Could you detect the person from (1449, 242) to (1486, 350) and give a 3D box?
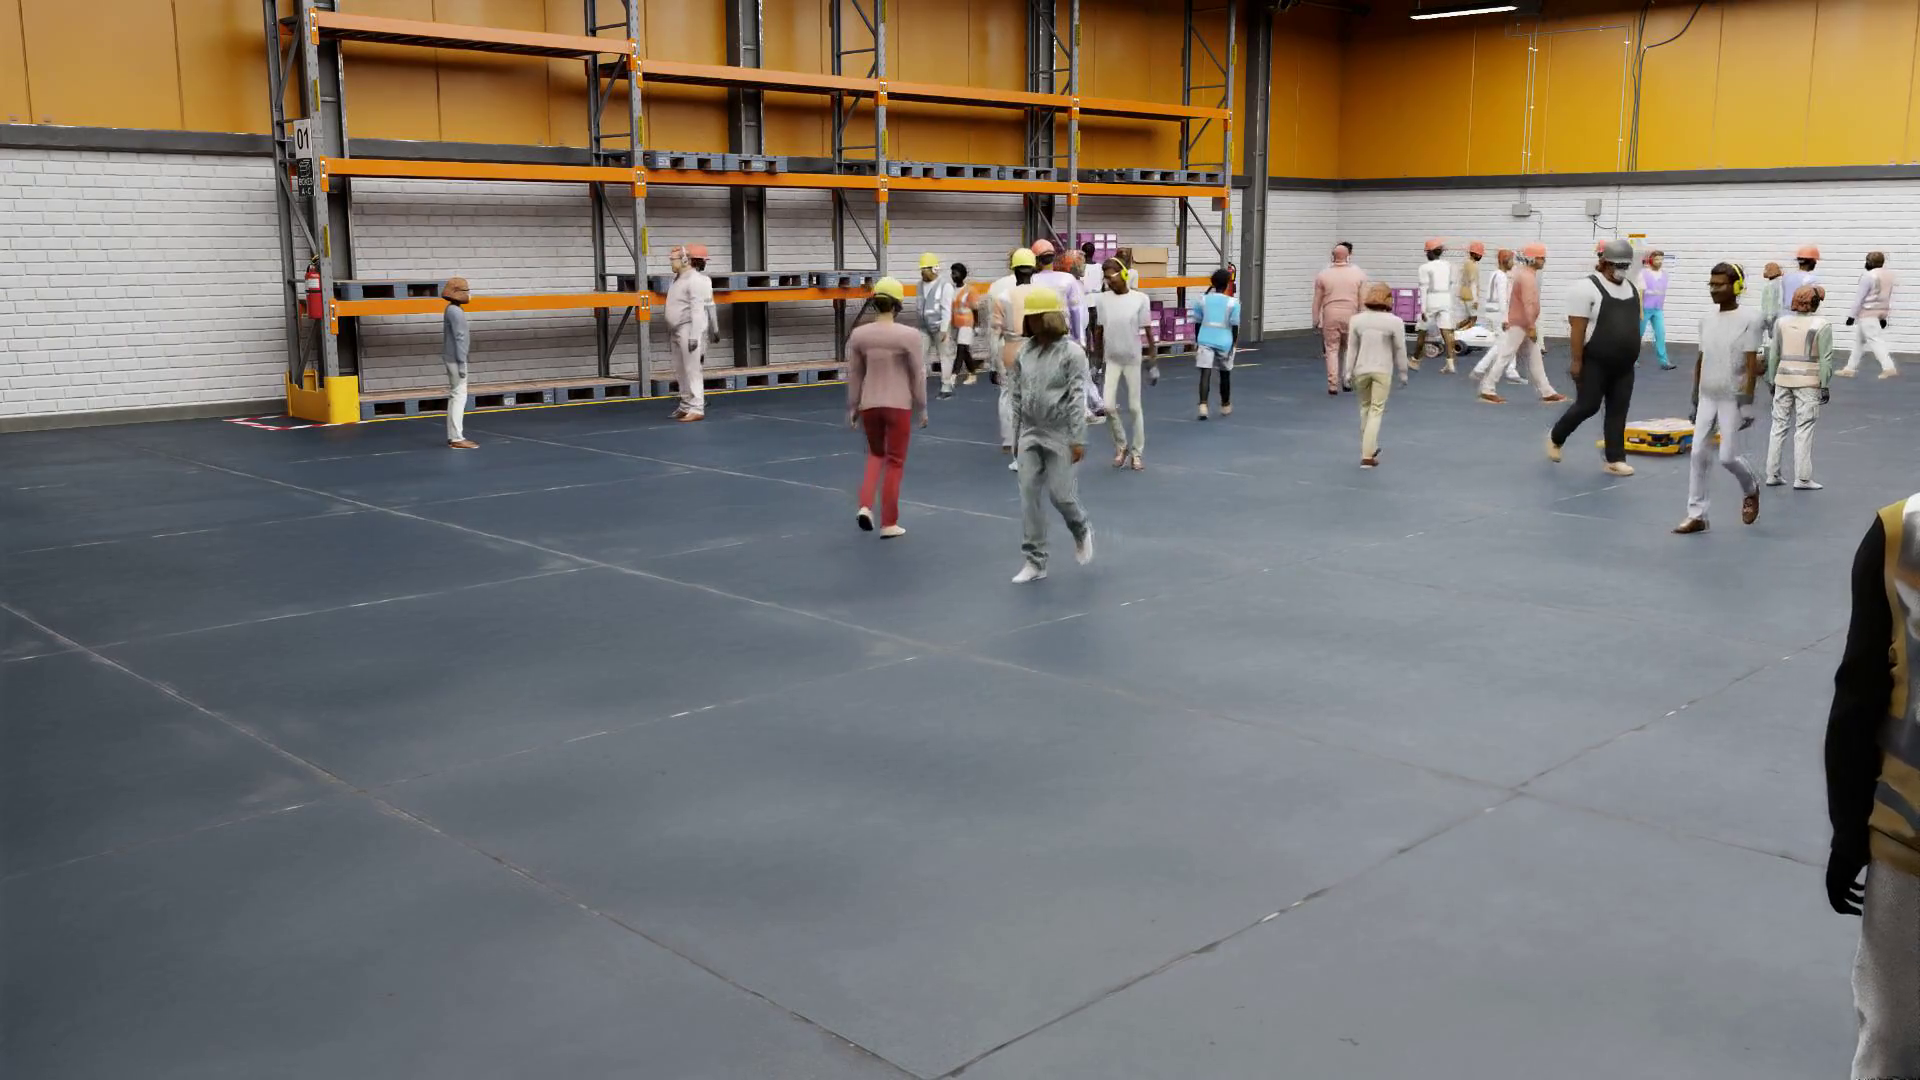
[{"bbox_3d":[8.903,-4.264,29.191,0.568,1.897,0.566,2,11,8],"label":"person"}]

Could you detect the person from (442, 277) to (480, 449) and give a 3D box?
[{"bbox_3d":[-4.777,-1.680,15.848,0.283,1.626,0.497,-5,11,-23],"label":"person"}]

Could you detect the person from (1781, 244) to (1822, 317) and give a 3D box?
[{"bbox_3d":[10.075,-2.593,20.009,0.596,1.927,0.568,-3,11,-17],"label":"person"}]

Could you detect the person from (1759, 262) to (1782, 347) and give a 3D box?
[{"bbox_3d":[12.656,-3.514,25.881,0.742,1.610,0.504,9,13,39],"label":"person"}]

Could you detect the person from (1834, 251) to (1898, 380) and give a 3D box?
[{"bbox_3d":[12.895,-3.168,23.478,0.623,1.809,0.930,-7,13,-35],"label":"person"}]

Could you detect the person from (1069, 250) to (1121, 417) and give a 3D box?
[{"bbox_3d":[1.287,-2.285,18.514,1.010,1.847,0.664,1,10,5],"label":"person"}]

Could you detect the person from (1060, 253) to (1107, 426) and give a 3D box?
[{"bbox_3d":[1.049,-2.085,17.496,0.950,1.857,0.604,-2,11,-9],"label":"person"}]

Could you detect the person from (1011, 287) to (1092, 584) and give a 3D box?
[{"bbox_3d":[0.537,-0.615,9.755,0.494,1.724,0.533,7,12,32],"label":"person"}]

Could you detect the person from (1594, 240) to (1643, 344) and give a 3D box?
[{"bbox_3d":[10.644,-3.882,26.975,0.795,1.960,0.639,4,11,19],"label":"person"}]

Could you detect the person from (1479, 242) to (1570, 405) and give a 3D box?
[{"bbox_3d":[6.749,-2.568,19.850,1.040,1.935,0.642,4,11,23],"label":"person"}]

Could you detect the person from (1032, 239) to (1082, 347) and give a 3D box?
[{"bbox_3d":[0.901,-2.079,17.030,0.627,1.999,1.017,3,11,15],"label":"person"}]

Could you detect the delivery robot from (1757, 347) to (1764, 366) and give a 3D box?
[{"bbox_3d":[11.237,-2.700,24.066,0.477,0.478,0.707,-5,12,-28],"label":"delivery robot"}]

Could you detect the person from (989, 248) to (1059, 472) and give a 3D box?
[{"bbox_3d":[0.544,-1.531,14.257,0.600,1.905,0.434,-2,10,-8],"label":"person"}]

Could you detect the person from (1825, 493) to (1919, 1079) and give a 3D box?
[{"bbox_3d":[1.866,0.578,2.947,0.625,1.840,0.430,7,12,32],"label":"person"}]

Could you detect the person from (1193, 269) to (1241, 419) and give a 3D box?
[{"bbox_3d":[2.833,-2.167,18.416,0.534,1.657,0.859,3,11,18],"label":"person"}]

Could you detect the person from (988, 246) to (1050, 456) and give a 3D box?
[{"bbox_3d":[0.572,-1.761,15.479,0.647,1.908,0.776,3,11,18],"label":"person"}]

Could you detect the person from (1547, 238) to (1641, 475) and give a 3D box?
[{"bbox_3d":[5.453,-1.587,14.199,0.694,2.000,0.766,-4,11,-22],"label":"person"}]

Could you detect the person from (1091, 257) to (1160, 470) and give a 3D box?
[{"bbox_3d":[1.424,-1.506,14.308,0.654,1.835,0.478,4,11,22],"label":"person"}]

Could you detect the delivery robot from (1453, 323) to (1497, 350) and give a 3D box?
[{"bbox_3d":[8.657,-3.397,27.866,0.707,0.478,0.477,6,12,31],"label":"delivery robot"}]

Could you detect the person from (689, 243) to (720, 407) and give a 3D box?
[{"bbox_3d":[-3.068,-2.517,19.588,0.586,1.921,0.474,8,13,38],"label":"person"}]

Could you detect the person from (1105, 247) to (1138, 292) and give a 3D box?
[{"bbox_3d":[2.358,-3.344,24.311,0.514,1.844,0.327,3,11,17],"label":"person"}]

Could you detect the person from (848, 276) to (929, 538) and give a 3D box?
[{"bbox_3d":[-0.479,-0.881,11.155,0.531,1.752,0.376,5,11,25],"label":"person"}]

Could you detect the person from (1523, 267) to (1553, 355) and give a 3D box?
[{"bbox_3d":[9.689,-4.069,28.356,0.518,1.827,0.971,-6,12,-31],"label":"person"}]

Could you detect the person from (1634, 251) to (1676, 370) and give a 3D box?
[{"bbox_3d":[10.479,-3.481,25.212,0.590,1.792,0.989,-3,11,-17],"label":"person"}]

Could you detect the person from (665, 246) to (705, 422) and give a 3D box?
[{"bbox_3d":[-3.020,-2.248,18.172,0.404,1.905,0.650,-6,12,-30],"label":"person"}]

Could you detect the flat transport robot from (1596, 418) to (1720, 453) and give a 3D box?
[{"bbox_3d":[6.722,-1.003,15.843,1.431,0.197,0.652,-9,14,-41],"label":"flat transport robot"}]

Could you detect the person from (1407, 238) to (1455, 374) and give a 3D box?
[{"bbox_3d":[7.000,-3.448,24.525,0.623,1.986,1.071,-3,11,-15],"label":"person"}]

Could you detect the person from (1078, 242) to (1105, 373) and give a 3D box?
[{"bbox_3d":[1.898,-3.397,24.402,0.589,1.920,0.399,-7,13,-35],"label":"person"}]

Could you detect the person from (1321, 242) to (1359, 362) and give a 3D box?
[{"bbox_3d":[6.205,-3.865,26.980,0.618,1.921,0.998,-6,12,-31],"label":"person"}]

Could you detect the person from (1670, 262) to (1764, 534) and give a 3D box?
[{"bbox_3d":[5.199,-0.954,11.269,0.649,1.851,0.543,-6,12,-30],"label":"person"}]

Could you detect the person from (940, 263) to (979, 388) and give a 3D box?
[{"bbox_3d":[-0.020,-2.854,22.163,0.548,1.640,0.878,10,14,42],"label":"person"}]

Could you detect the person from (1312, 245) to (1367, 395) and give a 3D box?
[{"bbox_3d":[4.834,-2.806,21.247,0.687,1.885,0.575,2,11,9],"label":"person"}]

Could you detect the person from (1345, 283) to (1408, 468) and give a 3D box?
[{"bbox_3d":[3.710,-1.457,14.694,0.514,1.598,0.767,8,13,36],"label":"person"}]

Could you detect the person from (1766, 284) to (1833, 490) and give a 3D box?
[{"bbox_3d":[6.710,-1.222,13.305,0.307,1.638,0.525,-6,12,-28],"label":"person"}]

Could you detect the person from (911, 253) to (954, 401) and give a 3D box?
[{"bbox_3d":[-0.379,-2.575,20.232,0.609,1.791,0.828,8,13,37],"label":"person"}]

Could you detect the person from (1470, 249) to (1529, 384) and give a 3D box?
[{"bbox_3d":[7.389,-3.032,22.646,0.751,1.836,0.624,3,11,16],"label":"person"}]
